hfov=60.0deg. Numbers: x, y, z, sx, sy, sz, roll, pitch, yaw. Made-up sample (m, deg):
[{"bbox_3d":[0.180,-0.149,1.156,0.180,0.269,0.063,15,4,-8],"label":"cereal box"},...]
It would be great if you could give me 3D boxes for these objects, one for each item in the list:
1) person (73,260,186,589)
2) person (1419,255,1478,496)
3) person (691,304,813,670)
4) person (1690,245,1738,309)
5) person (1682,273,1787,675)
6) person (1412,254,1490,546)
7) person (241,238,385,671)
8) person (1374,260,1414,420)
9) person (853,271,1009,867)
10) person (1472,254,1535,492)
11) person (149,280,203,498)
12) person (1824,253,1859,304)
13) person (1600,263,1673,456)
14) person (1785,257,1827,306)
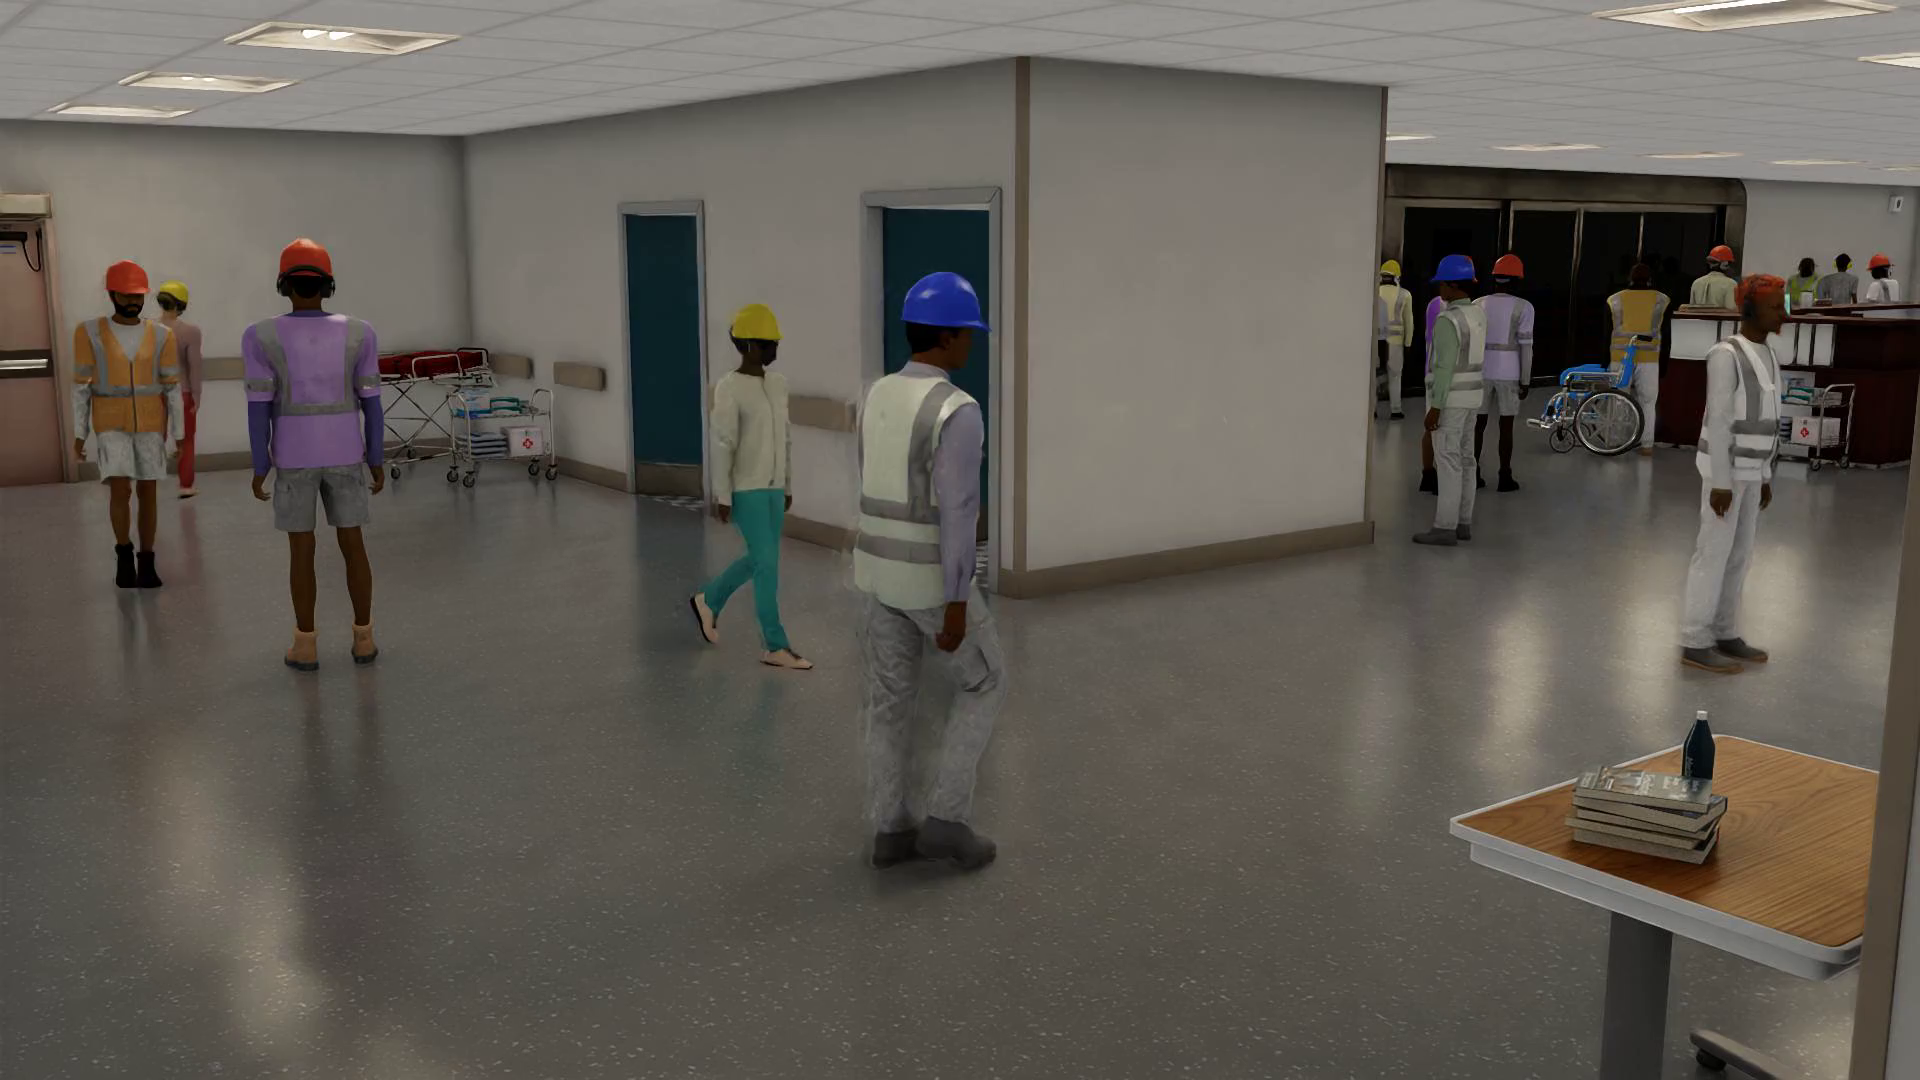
[{"bbox_3d":[-4.810,-0.651,9.659,0.589,1.918,0.502,-8,13,-38],"label":"person"},{"bbox_3d":[3.940,-1.320,13.393,0.374,1.928,0.542,-1,10,-6],"label":"person"},{"bbox_3d":[-1.035,-0.267,8.024,0.746,1.744,0.527,6,12,29],"label":"person"},{"bbox_3d":[8.612,-2.355,19.002,0.381,1.994,0.622,-5,11,-27],"label":"person"},{"bbox_3d":[3.691,-0.315,7.899,0.573,1.881,0.343,-10,14,-43],"label":"person"},{"bbox_3d":[3.311,-0.932,11.166,0.384,1.948,0.605,8,13,38],"label":"person"},{"bbox_3d":[-3.061,-0.400,7.919,0.615,2.043,0.373,-6,12,-31],"label":"person"},{"bbox_3d":[4.898,-2.287,19.082,0.600,1.829,0.404,5,11,27],"label":"person"},{"bbox_3d":[-0.089,0.113,5.355,0.501,1.927,0.623,-8,13,-39],"label":"person"},{"bbox_3d":[4.412,-1.356,13.599,0.543,1.930,0.388,7,12,35],"label":"person"},{"bbox_3d":[-6.196,-1.160,13.018,0.531,1.737,0.652,-1,10,-7],"label":"person"},{"bbox_3d":[13.322,-3.405,25.238,0.515,1.872,0.333,7,12,33],"label":"person"},{"bbox_3d":[6.450,-1.718,15.903,0.630,1.835,0.429,4,11,23],"label":"person"},{"bbox_3d":[12.979,-3.432,25.555,0.622,1.813,0.671,-8,13,-37],"label":"person"}]
